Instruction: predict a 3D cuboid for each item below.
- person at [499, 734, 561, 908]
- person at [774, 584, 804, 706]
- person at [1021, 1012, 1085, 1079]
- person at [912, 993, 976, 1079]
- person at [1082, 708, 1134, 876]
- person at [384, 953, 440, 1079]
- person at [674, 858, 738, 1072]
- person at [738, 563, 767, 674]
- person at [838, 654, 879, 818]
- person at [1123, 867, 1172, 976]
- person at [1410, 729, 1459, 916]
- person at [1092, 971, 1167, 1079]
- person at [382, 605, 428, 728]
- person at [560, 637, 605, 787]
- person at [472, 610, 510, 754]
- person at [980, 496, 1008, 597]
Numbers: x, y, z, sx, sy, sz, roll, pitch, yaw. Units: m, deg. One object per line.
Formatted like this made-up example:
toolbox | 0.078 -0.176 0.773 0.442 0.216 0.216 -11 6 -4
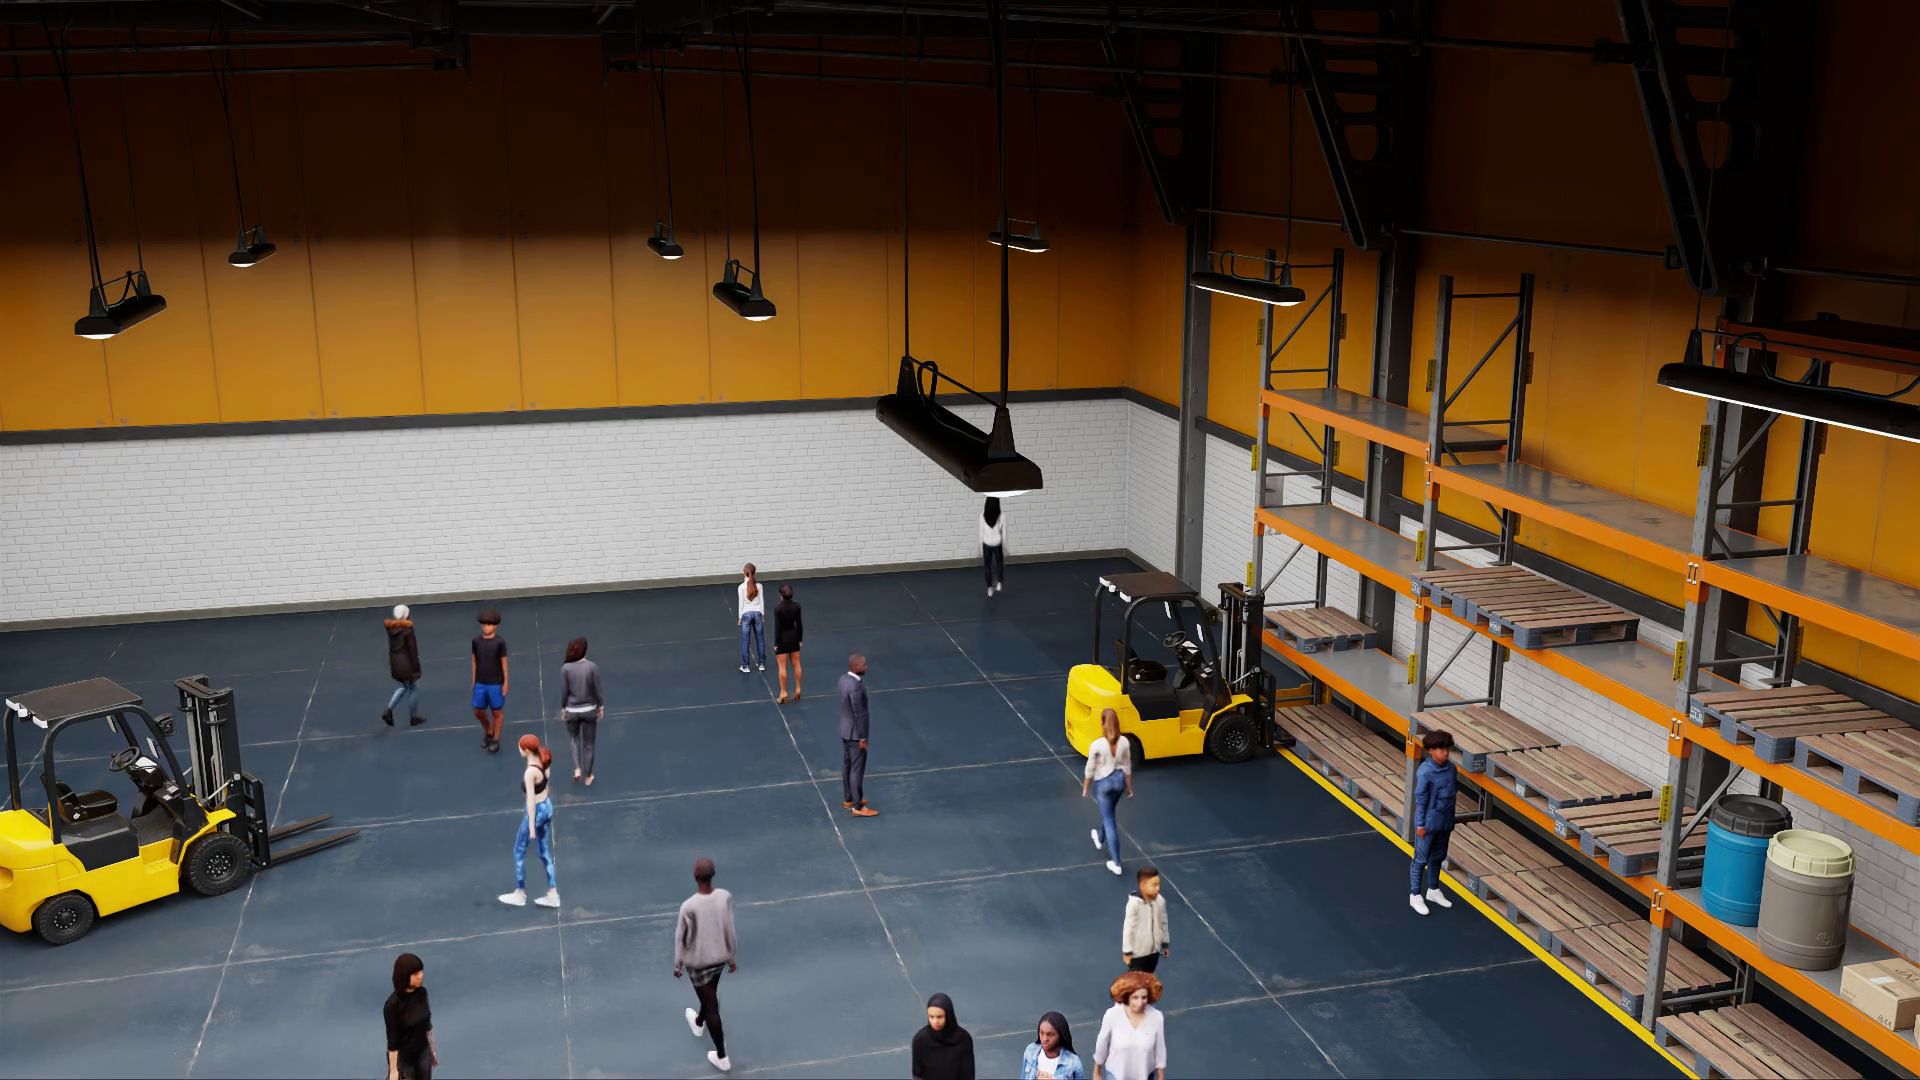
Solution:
person | -4.116 2.730 16.079 0.882 1.768 0.884 4 14 15
person | -2.277 1.365 21.989 0.644 1.640 0.704 -8 16 -31
person | 0.617 3.950 11.158 0.687 1.712 0.728 6 15 24
person | -0.091 3.885 11.657 0.748 1.604 0.869 1 14 3
person | 1.557 2.574 16.900 0.738 1.684 1.080 -6 15 -23
person | -4.068 3.761 12.113 0.896 1.629 0.837 8 16 29
person | -1.973 3.415 13.300 0.899 1.744 1.139 -10 17 -37
person | -2.932 1.078 23.347 0.546 1.558 0.539 -5 15 -20
person | -1.165 2.136 18.408 0.766 1.825 0.561 -5 14 -20
person | 1.492 3.408 13.955 0.688 1.448 0.679 -11 17 -37
person | 4.594 2.698 16.117 0.738 1.811 0.672 -8 16 -30
person | 1.204 3.783 11.929 0.839 1.674 1.211 0 14 -2
person | -7.059 1.617 20.989 0.909 1.620 0.973 8 16 28
person | -4.365 1.994 19.138 0.670 1.757 0.666 -2 14 -6
person | -5.711 1.694 20.312 0.731 1.788 0.732 1 14 6
person | 0.520 0.092 27.147 0.731 1.687 0.811 1 14 3
